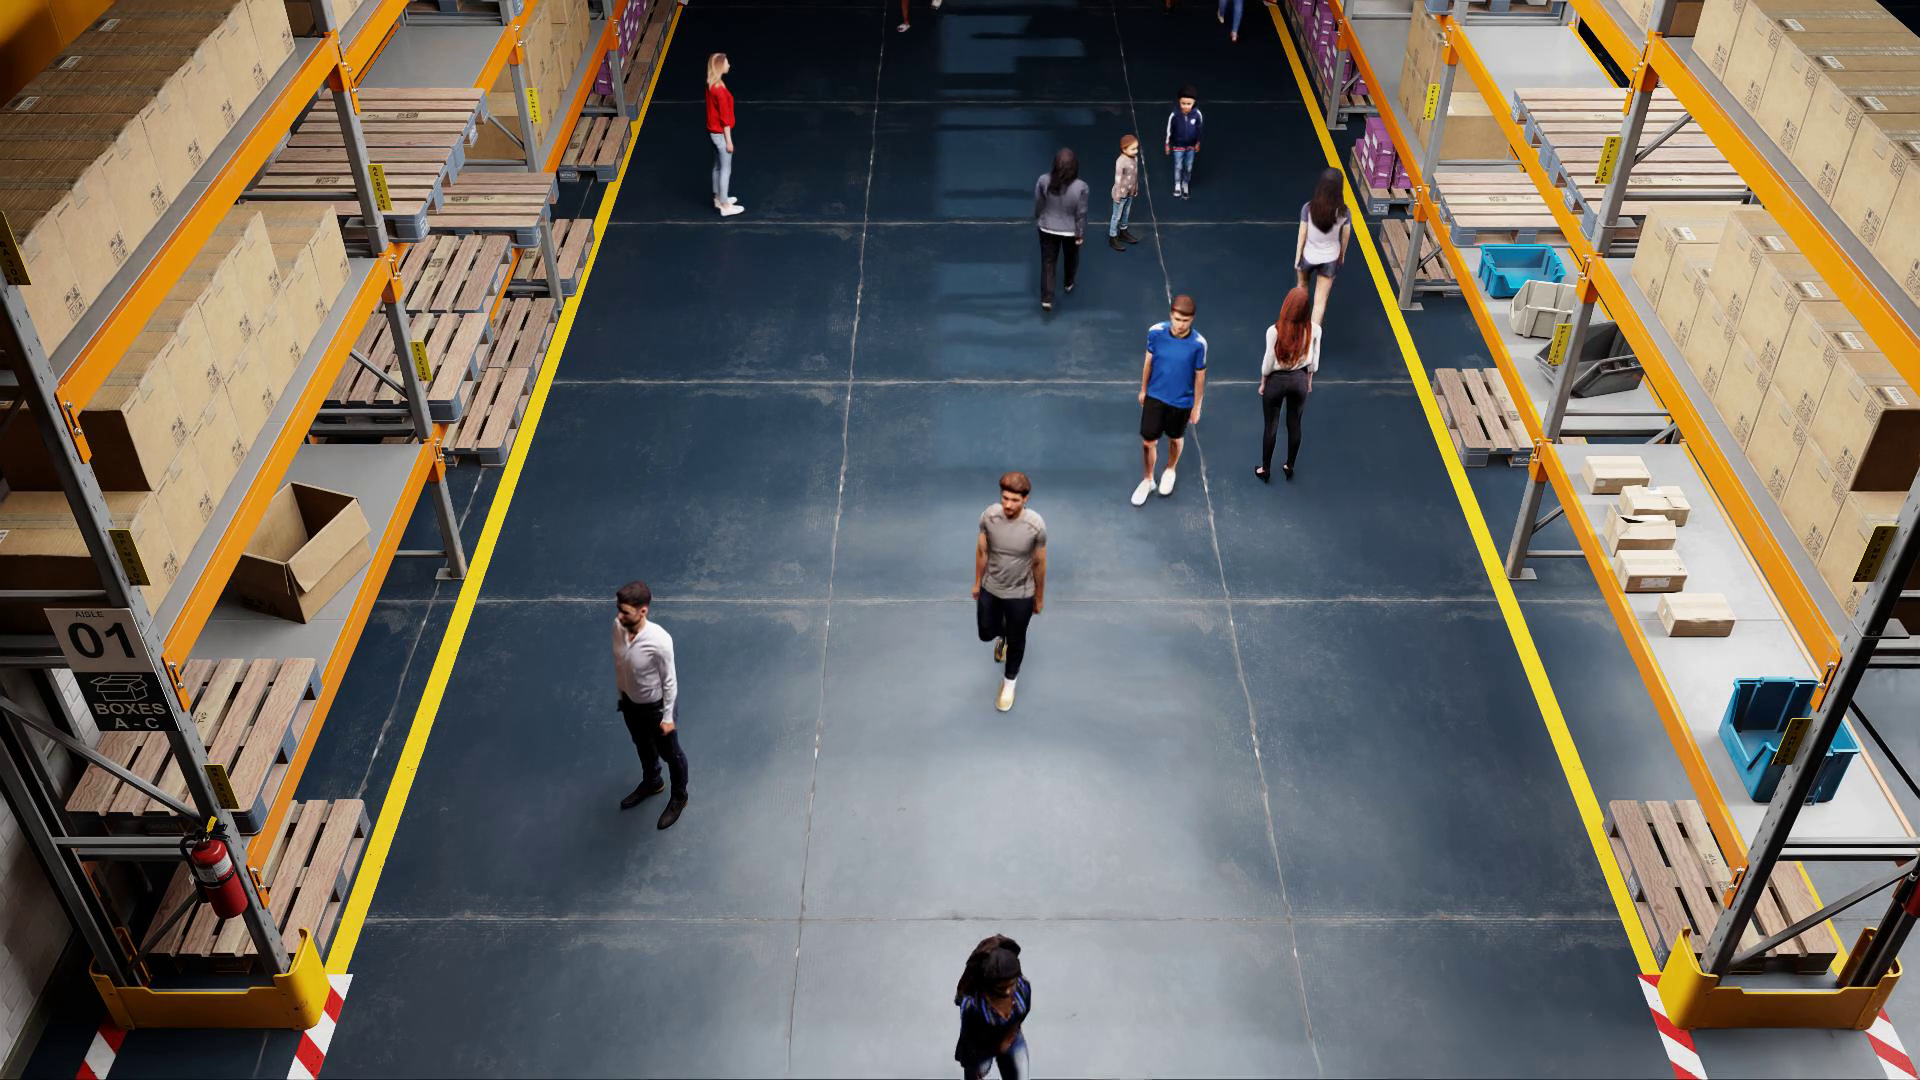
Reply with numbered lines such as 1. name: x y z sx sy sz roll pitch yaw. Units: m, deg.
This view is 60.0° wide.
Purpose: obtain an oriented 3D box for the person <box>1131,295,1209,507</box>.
1. person: 1.695 -1.182 13.118 0.827 1.849 0.911 12 40 15

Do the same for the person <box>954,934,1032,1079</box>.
1. person: 0.136 2.569 8.630 0.840 1.588 1.020 -14 41 -17

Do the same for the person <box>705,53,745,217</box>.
1. person: -2.444 -4.136 16.935 0.746 1.702 0.609 -17 41 -20

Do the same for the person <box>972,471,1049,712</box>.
1. person: 0.348 0.269 11.272 0.811 1.886 0.955 12 40 14

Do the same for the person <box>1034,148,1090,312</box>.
1. person: 0.918 -2.865 15.446 0.764 1.575 1.091 6 39 7

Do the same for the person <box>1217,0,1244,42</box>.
1. person: 3.442 -6.984 20.613 0.614 1.563 1.074 -1 39 -1

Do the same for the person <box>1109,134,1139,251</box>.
1. person: 1.627 -3.478 16.519 0.605 1.193 0.541 30 48 32

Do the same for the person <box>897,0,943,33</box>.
1. person: -0.519 -7.319 20.929 0.979 1.692 1.211 19 42 22

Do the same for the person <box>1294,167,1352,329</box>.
1. person: 3.211 -2.467 14.882 0.741 1.657 1.136 6 39 8

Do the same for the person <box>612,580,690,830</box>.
1. person: -1.938 0.989 10.385 0.724 1.868 0.762 24 44 27

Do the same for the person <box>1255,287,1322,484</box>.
1. person: 2.592 -1.223 13.241 0.621 1.759 0.523 -4 39 -5

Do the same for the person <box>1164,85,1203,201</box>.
1. person: 2.349 -4.191 17.396 0.562 1.213 0.555 4 39 5
